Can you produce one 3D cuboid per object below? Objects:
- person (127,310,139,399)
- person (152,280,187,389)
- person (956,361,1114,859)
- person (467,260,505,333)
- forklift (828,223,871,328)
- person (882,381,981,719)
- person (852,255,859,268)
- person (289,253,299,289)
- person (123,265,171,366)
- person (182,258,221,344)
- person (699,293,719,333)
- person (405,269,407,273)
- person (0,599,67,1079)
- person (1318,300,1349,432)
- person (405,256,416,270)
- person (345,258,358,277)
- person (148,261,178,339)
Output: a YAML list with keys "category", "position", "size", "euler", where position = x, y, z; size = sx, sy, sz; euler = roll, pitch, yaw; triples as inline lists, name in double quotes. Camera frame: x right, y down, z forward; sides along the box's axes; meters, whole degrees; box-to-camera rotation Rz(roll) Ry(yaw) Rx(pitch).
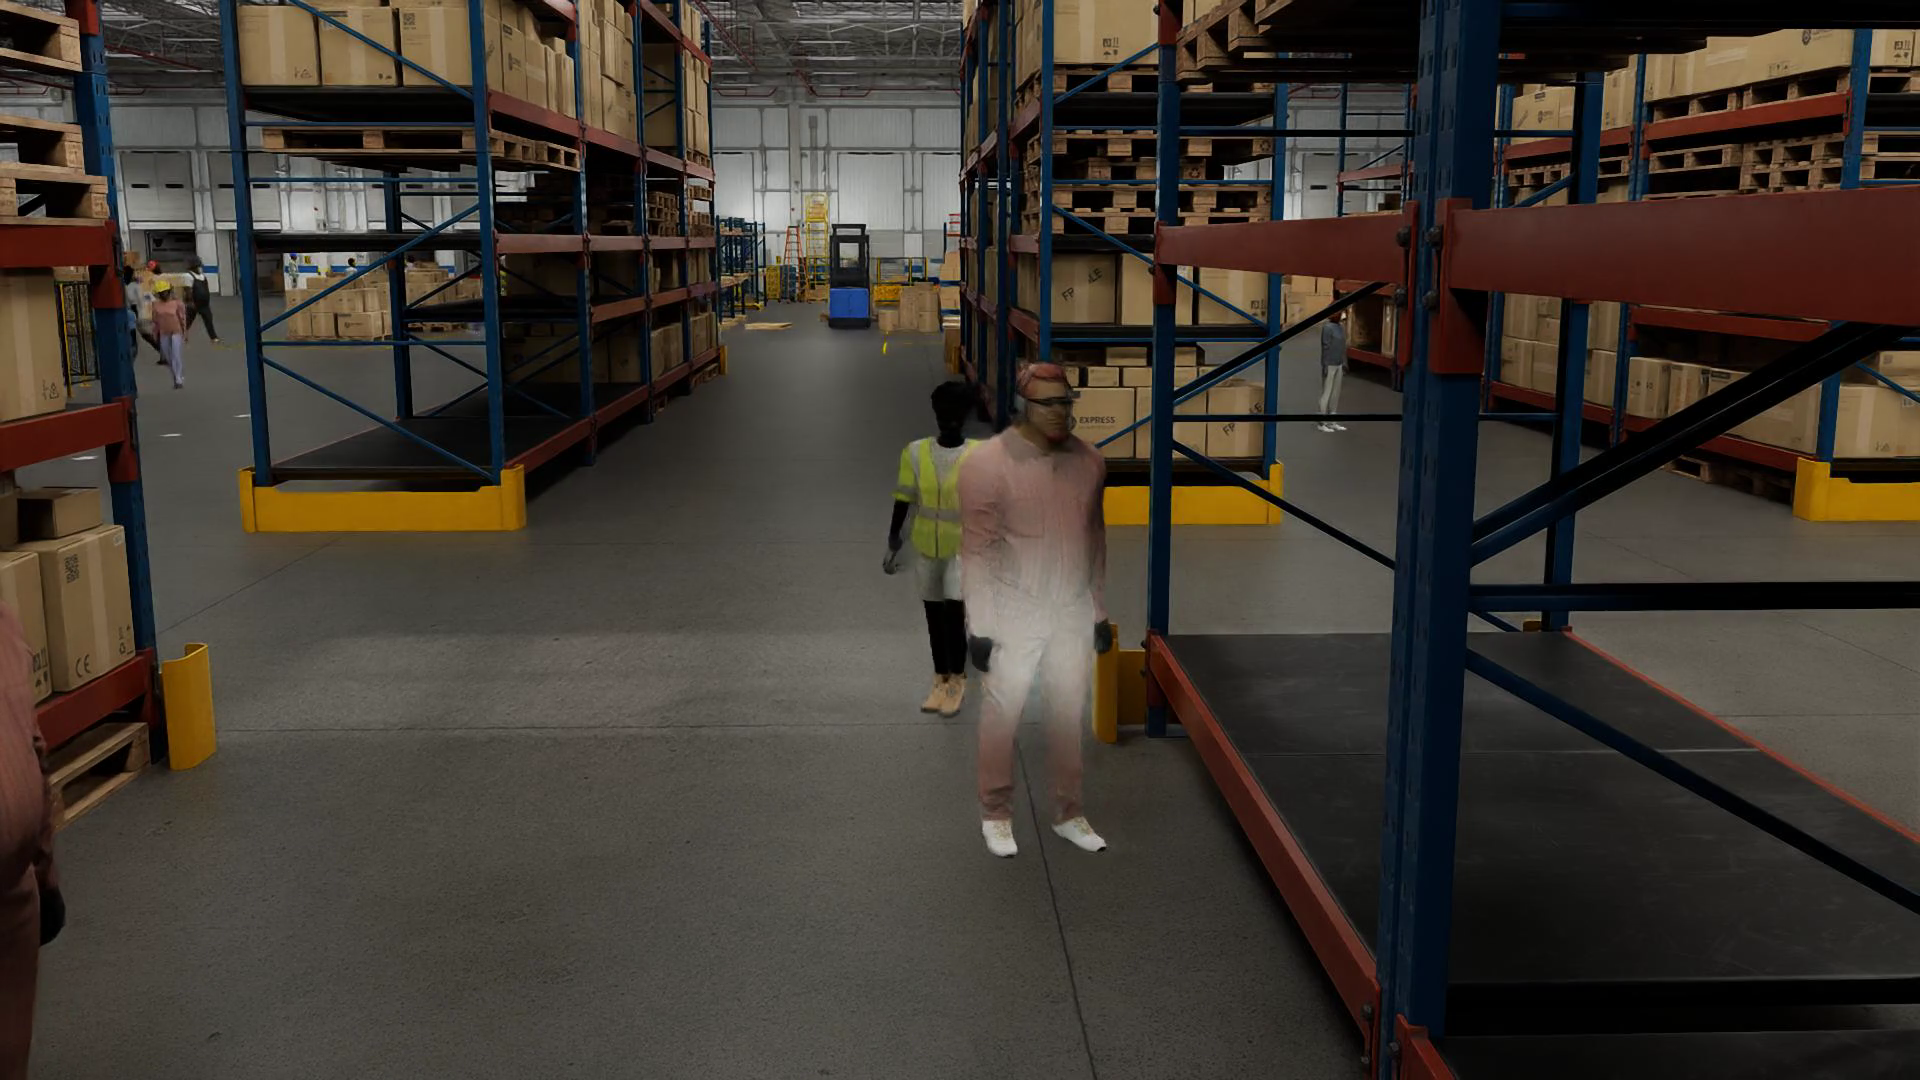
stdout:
- category: "person"
  position: [-12.349, -2.852, 24.434]
  size: [0.551, 1.639, 0.905]
  euler: [-3, 11, -16]
- category: "person"
  position: [-12.581, -3.276, 26.514]
  size: [0.557, 1.742, 0.463]
  euler: [-1, 10, -4]
- category: "person"
  position: [0.305, 0.269, 6.369]
  size: [0.652, 1.906, 0.407]
  euler: [-5, 11, -27]
- category: "person"
  position: [-12.125, -6.229, 42.653]
  size: [0.991, 1.874, 0.606]
  euler: [-1, 10, -6]
- category: "forklift"
  position: [-2.996, -7.156, 44.984]
  size: [1.129, 2.768, 1.873]
  euler: [0, 10, -2]
- category: "person"
  position: [-0.078, 0.055, 8.153]
  size: [0.576, 1.673, 0.474]
  euler: [5, 11, 25]
- category: "person"
  position: [-3.575, -8.724, 56.441]
  size: [0.680, 1.901, 0.581]
  euler: [-2, 10, -12]
- category: "person"
  position: [-25.460, -10.034, 63.613]
  size: [0.388, 1.947, 0.615]
  euler: [-3, 11, -17]
- category: "person"
  position: [-15.461, -4.213, 31.308]
  size: [1.020, 1.921, 0.609]
  euler: [-2, 10, -10]
- category: "person"
  position: [-17.581, -5.522, 38.225]
  size: [1.036, 2.000, 0.686]
  euler: [5, 11, 25]
- category: "person"
  position: [-5.892, -5.437, 38.290]
  size: [0.570, 1.854, 0.513]
  euler: [-4, 11, -23]
- category: "person"
  position: [-20.079, -9.199, 59.635]
  size: [0.510, 1.691, 0.887]
  euler: [1, 10, 6]
- category: "person"
  position: [-2.139, 0.782, 3.518]
  size: [0.395, 1.898, 0.641]
  euler: [2, 10, 10]
- category: "person"
  position: [4.622, -2.145, 20.558]
  size: [0.274, 1.631, 0.506]
  euler: [9, 14, 42]
- category: "person"
  position: [-20.641, -9.787, 62.586]
  size: [0.429, 1.832, 0.628]
  euler: [-5, 11, -27]
- category: "person"
  position: [-18.195, -7.515, 49.836]
  size: [0.506, 1.862, 0.331]
  euler: [5, 11, 26]
- category: "person"
  position: [-19.069, -5.725, 39.816]
  size: [0.664, 1.885, 0.384]
  euler: [-4, 11, -19]
